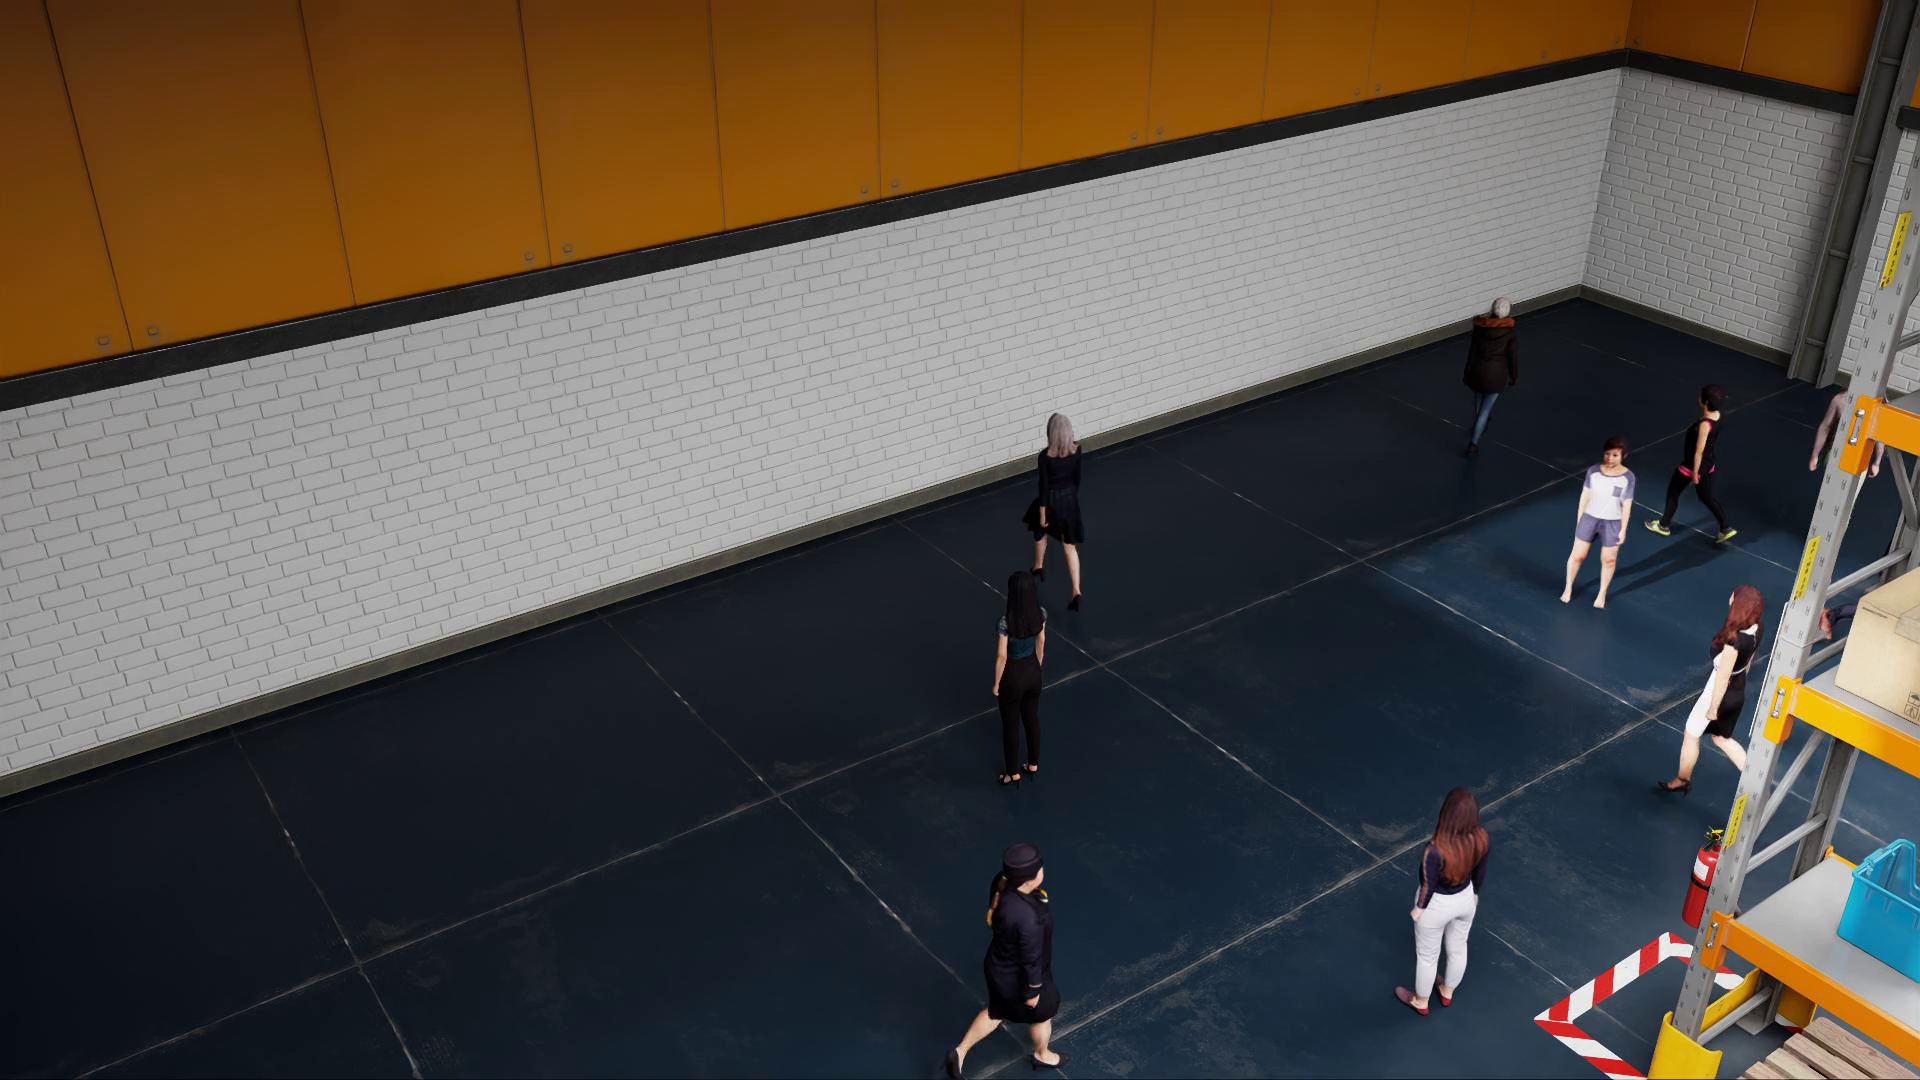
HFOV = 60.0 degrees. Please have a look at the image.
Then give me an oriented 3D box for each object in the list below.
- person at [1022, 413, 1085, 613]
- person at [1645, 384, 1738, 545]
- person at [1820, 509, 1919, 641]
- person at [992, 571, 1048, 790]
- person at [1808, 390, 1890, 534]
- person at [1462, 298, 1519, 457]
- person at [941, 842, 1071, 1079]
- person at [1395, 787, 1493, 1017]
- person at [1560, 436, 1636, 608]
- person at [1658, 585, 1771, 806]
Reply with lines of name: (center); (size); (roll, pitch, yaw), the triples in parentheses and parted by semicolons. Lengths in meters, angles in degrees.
person: (0.866, -0.200, 13.872); (0.741, 1.696, 1.195); (-13, 31, -22)
person: (6.684, -0.653, 14.880); (0.632, 1.526, 1.030); (-23, 36, -35)
person: (7.345, 0.191, 13.147); (1.113, 1.704, 0.814); (23, 36, 35)
person: (0.419, 0.980, 11.669); (0.565, 1.734, 0.493); (-17, 33, -28)
person: (7.831, -0.723, 14.672); (0.901, 1.849, 0.916); (19, 34, 31)
person: (5.230, -1.594, 16.534); (1.053, 1.595, 0.951); (17, 33, 28)
person: (0.249, 2.389, 9.177); (0.912, 1.647, 1.042); (-11, 30, -19)
person: (2.834, 2.111, 9.729); (0.655, 1.607, 0.624); (-9, 30, -17)
person: (5.402, -0.168, 13.958); (0.607, 1.559, 0.713); (15, 32, 25)
person: (5.269, 1.143, 11.330); (0.630, 1.774, 1.022); (-21, 35, -34)
